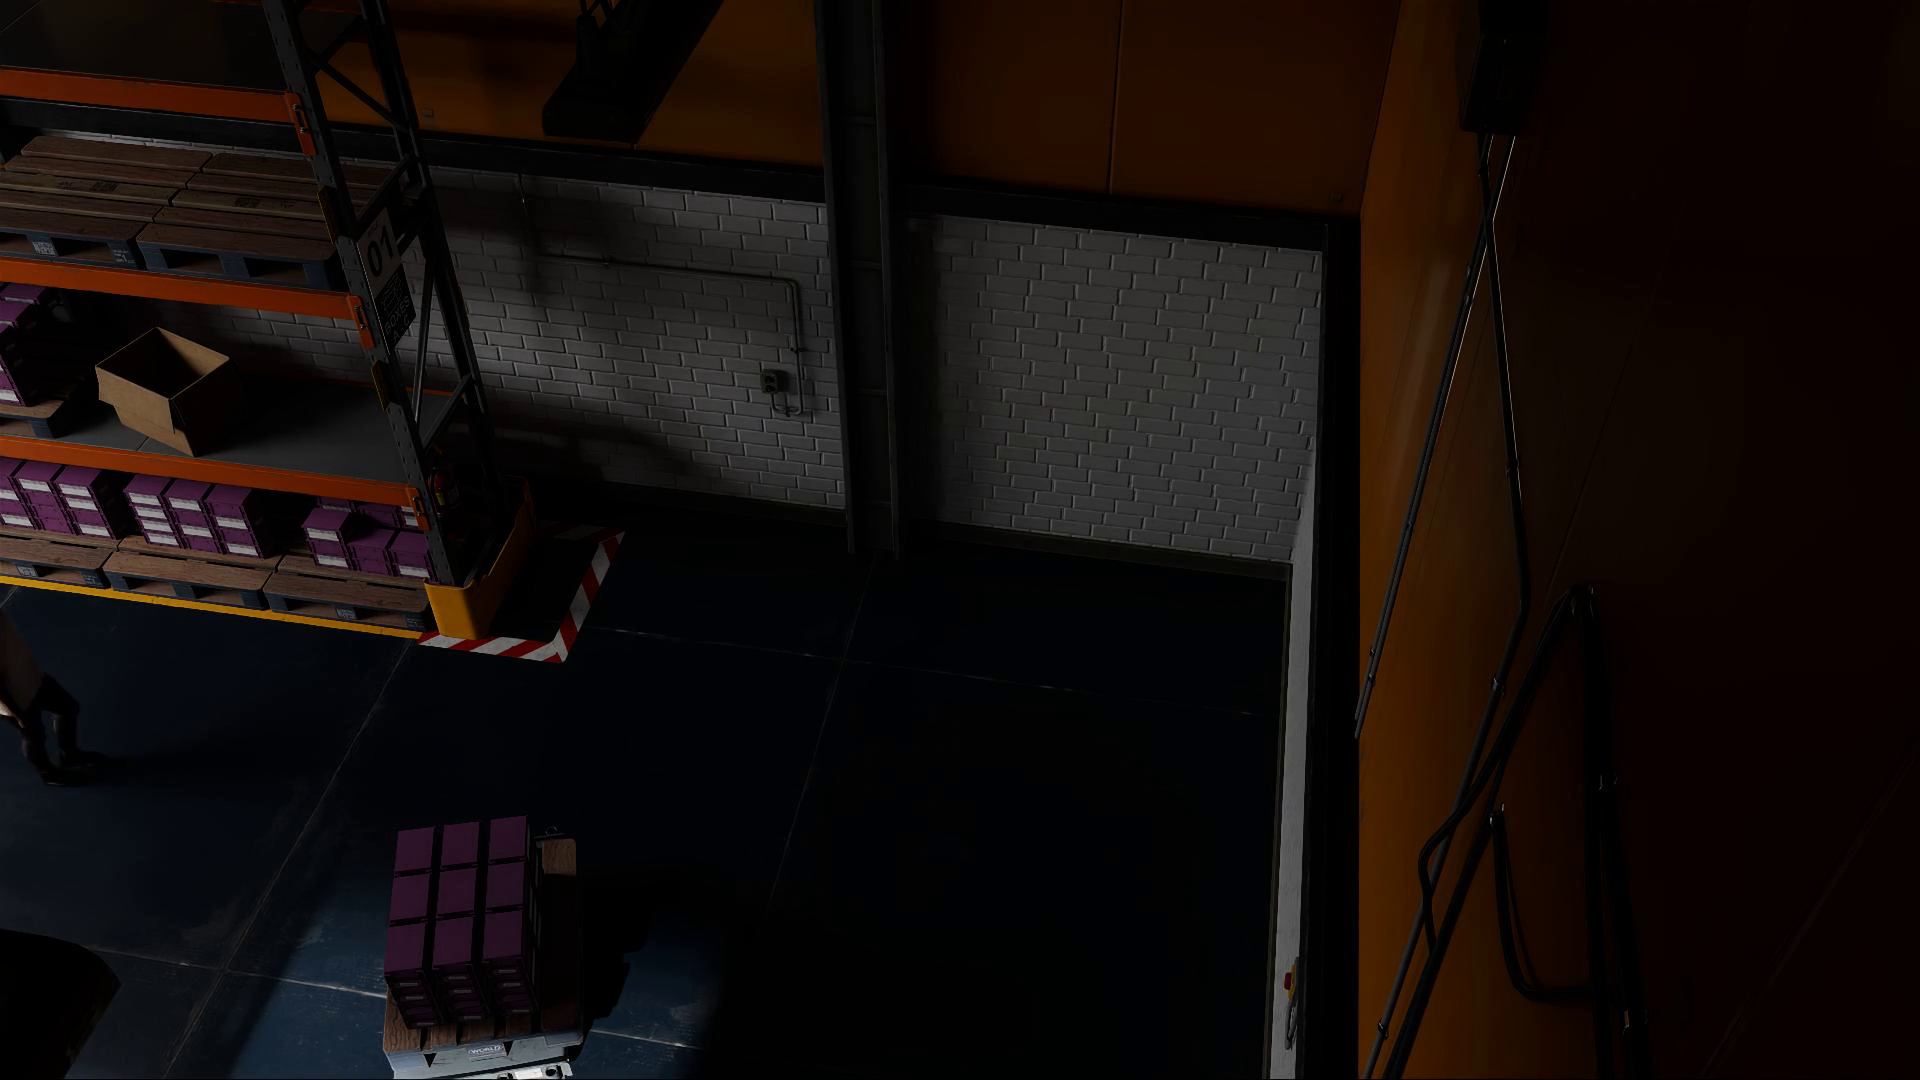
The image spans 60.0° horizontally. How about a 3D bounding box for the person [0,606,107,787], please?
[{"bbox_3d":[-5.797,0.898,10.100,0.687,1.709,0.709,-3,44,-3],"label":"person"}]
